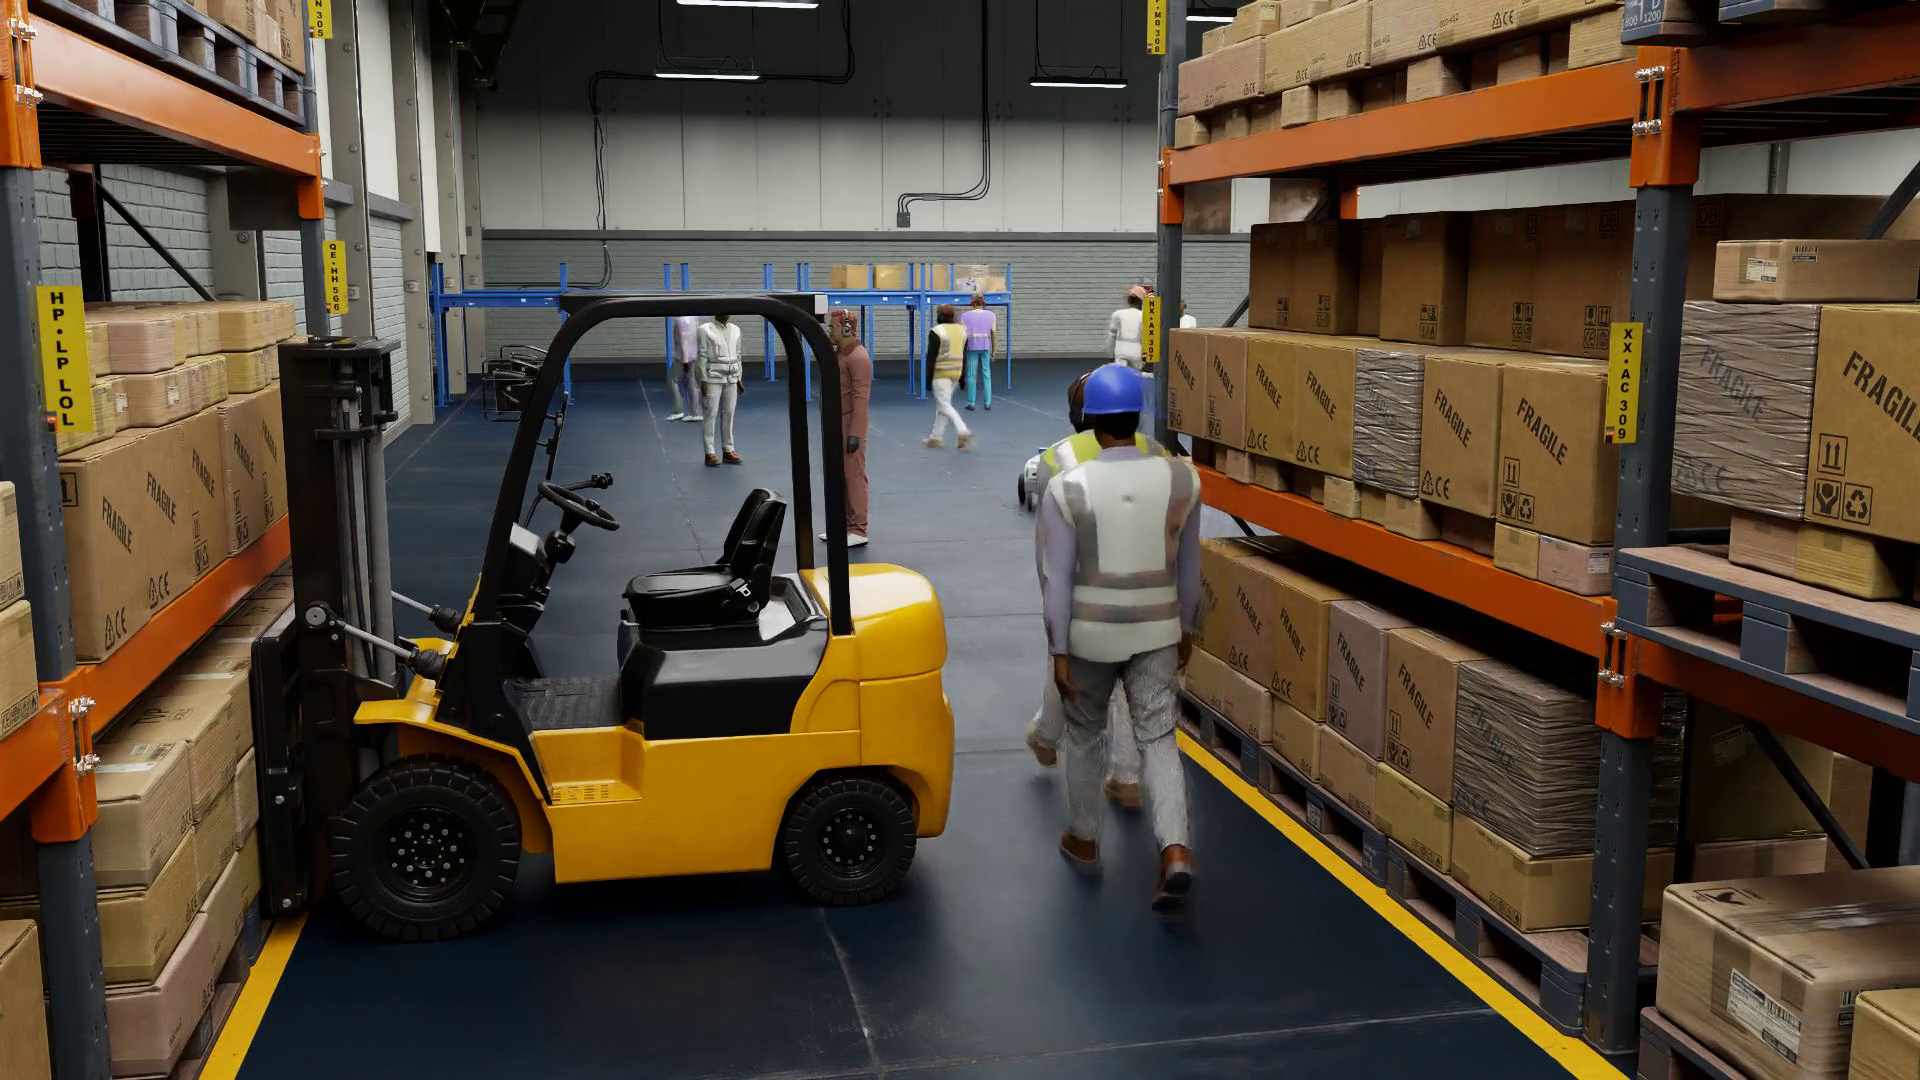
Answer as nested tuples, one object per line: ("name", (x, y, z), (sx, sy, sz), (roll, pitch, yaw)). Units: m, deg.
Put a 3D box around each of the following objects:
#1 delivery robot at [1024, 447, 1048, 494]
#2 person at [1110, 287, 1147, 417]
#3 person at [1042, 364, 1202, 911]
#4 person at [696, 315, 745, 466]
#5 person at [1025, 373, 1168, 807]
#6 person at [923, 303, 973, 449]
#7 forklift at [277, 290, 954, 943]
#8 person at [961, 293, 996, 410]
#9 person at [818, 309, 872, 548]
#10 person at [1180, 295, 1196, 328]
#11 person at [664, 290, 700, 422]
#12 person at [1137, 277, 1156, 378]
("delivery robot", (0.793, -0.634, 15.775), (0.477, 0.478, 0.707), (1, 9, 5))
("person", (2.453, -2.640, 23.877), (0.623, 1.966, 1.104), (2, 10, 13))
("person", (0.593, 0.333, 5.920), (0.608, 1.915, 0.906), (-1, 9, -7))
("person", (-2.725, -1.829, 19.009), (0.403, 1.938, 0.602), (9, 13, 44))
("person", (0.577, 0.179, 7.216), (0.630, 1.794, 0.946), (-2, 10, -14))
("person", (-0.146, -2.042, 20.698), (0.861, 1.812, 0.632), (8, 12, 40))
("forklift", (-1.179, 0.175, 6.143), (2.313, 2.155, 1.214), (-2, 10, -12))
("person", (0.297, -2.994, 26.394), (0.571, 1.842, 0.382), (-2, 10, -13))
("person", (-0.939, -0.906, 13.476), (0.407, 1.909, 0.638), (-3, 10, -20))
("person", (3.119, -2.550, 23.611), (0.583, 1.868, 0.424), (-3, 10, -15))
("person", (-4.088, -2.679, 24.273), (0.649, 1.905, 0.600), (2, 10, 14))
("person", (3.780, -4.334, 34.096), (0.536, 2.000, 0.673), (0, 9, -1))
